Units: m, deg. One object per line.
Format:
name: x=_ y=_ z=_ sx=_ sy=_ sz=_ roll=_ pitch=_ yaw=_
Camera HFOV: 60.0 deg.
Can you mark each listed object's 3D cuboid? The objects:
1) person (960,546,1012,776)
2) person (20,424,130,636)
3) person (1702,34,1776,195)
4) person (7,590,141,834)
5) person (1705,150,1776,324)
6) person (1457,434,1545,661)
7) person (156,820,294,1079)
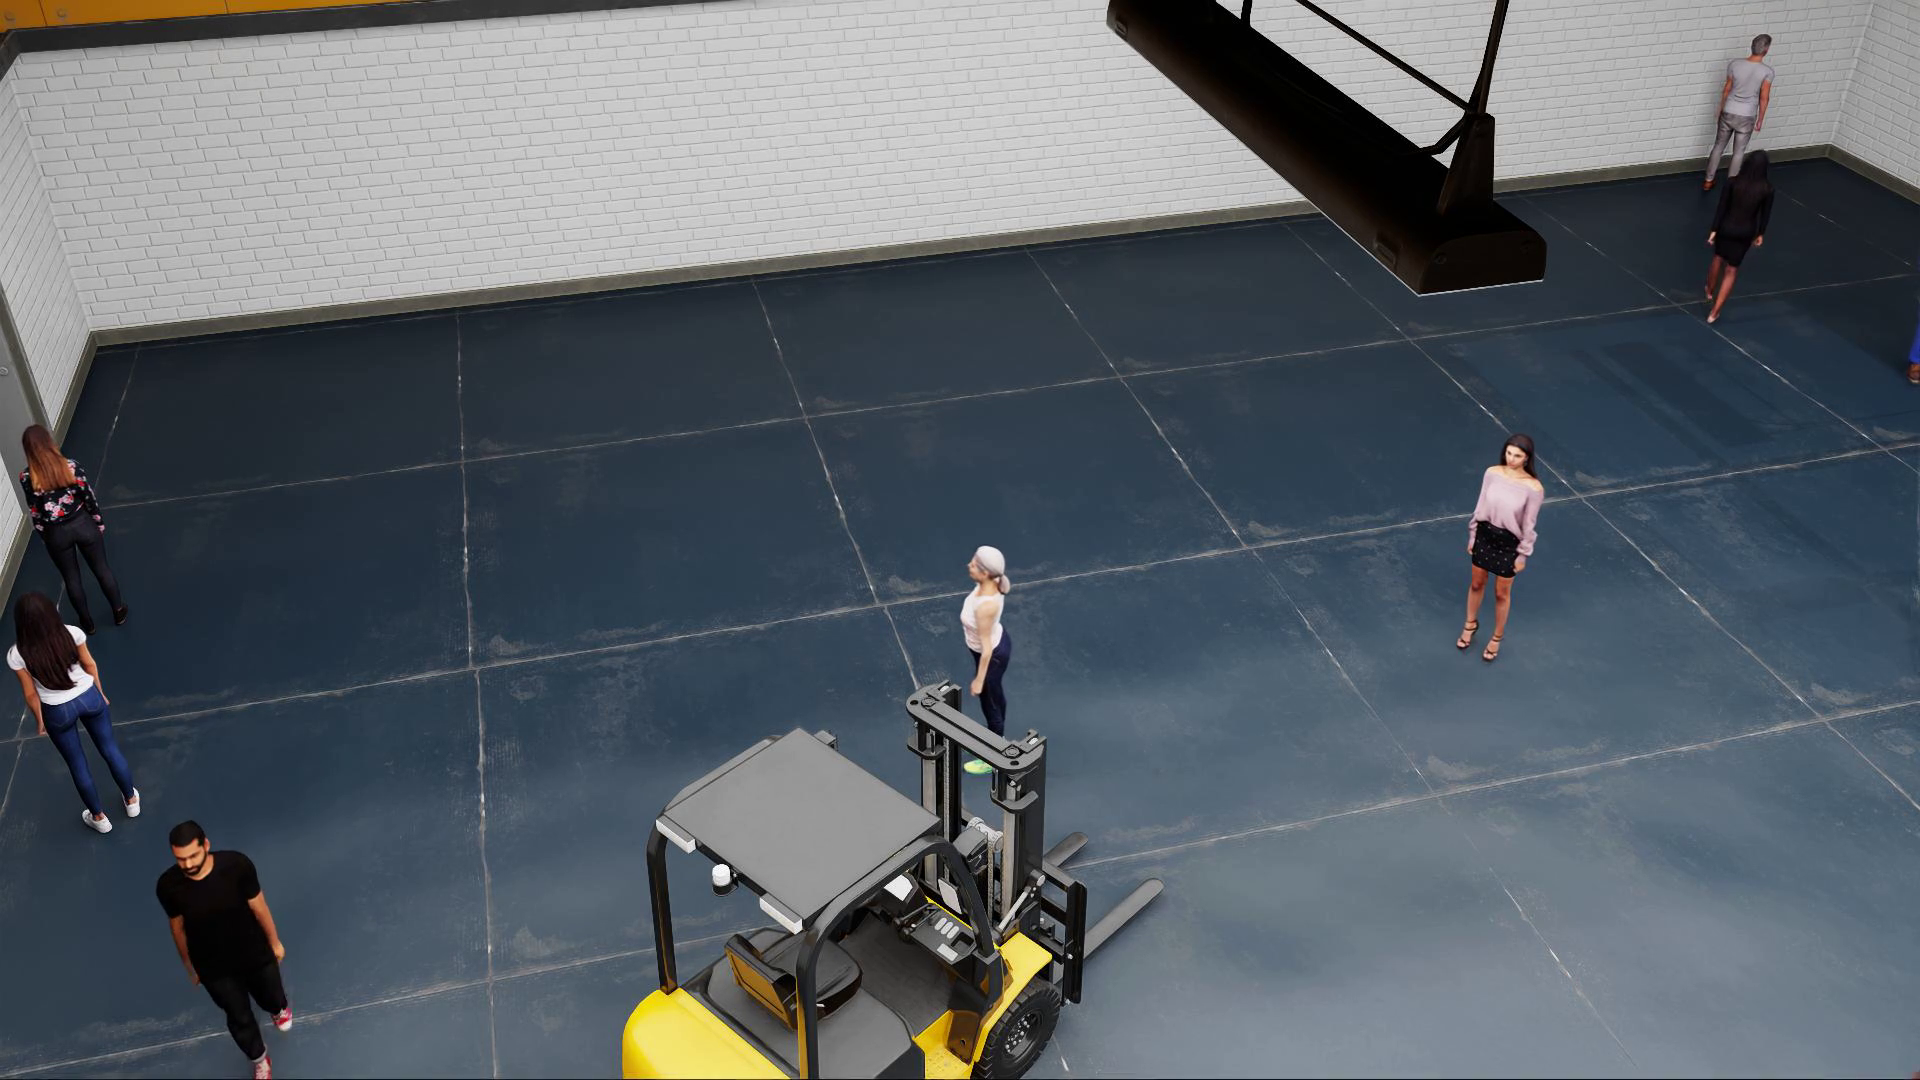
person: x=0.197 y=0.758 z=10.652 sx=0.731 sy=1.702 sz=0.597 roll=4 pitch=34 yaw=6
person: x=-6.383 y=-0.080 z=11.928 sx=0.630 sy=1.684 sz=0.585 roll=-18 pitch=37 yaw=-25
person: x=8.892 y=-4.851 z=18.980 sx=0.683 sy=1.824 sz=0.815 roll=28 pitch=43 yaw=35
person: x=-5.412 y=1.041 z=10.160 sx=0.666 sy=1.775 sz=0.670 roll=-27 pitch=42 yaw=-35
person: x=7.549 y=-2.930 z=16.208 sx=1.017 sy=1.693 sz=1.097 roll=16 pitch=37 yaw=22
person: x=3.771 y=0.045 z=11.627 sx=0.646 sy=1.811 sz=0.758 roll=27 pitch=42 yaw=34
person: x=-3.770 y=2.083 z=8.620 sx=0.707 sy=1.746 sz=0.879 roll=-14 pitch=36 yaw=-19
